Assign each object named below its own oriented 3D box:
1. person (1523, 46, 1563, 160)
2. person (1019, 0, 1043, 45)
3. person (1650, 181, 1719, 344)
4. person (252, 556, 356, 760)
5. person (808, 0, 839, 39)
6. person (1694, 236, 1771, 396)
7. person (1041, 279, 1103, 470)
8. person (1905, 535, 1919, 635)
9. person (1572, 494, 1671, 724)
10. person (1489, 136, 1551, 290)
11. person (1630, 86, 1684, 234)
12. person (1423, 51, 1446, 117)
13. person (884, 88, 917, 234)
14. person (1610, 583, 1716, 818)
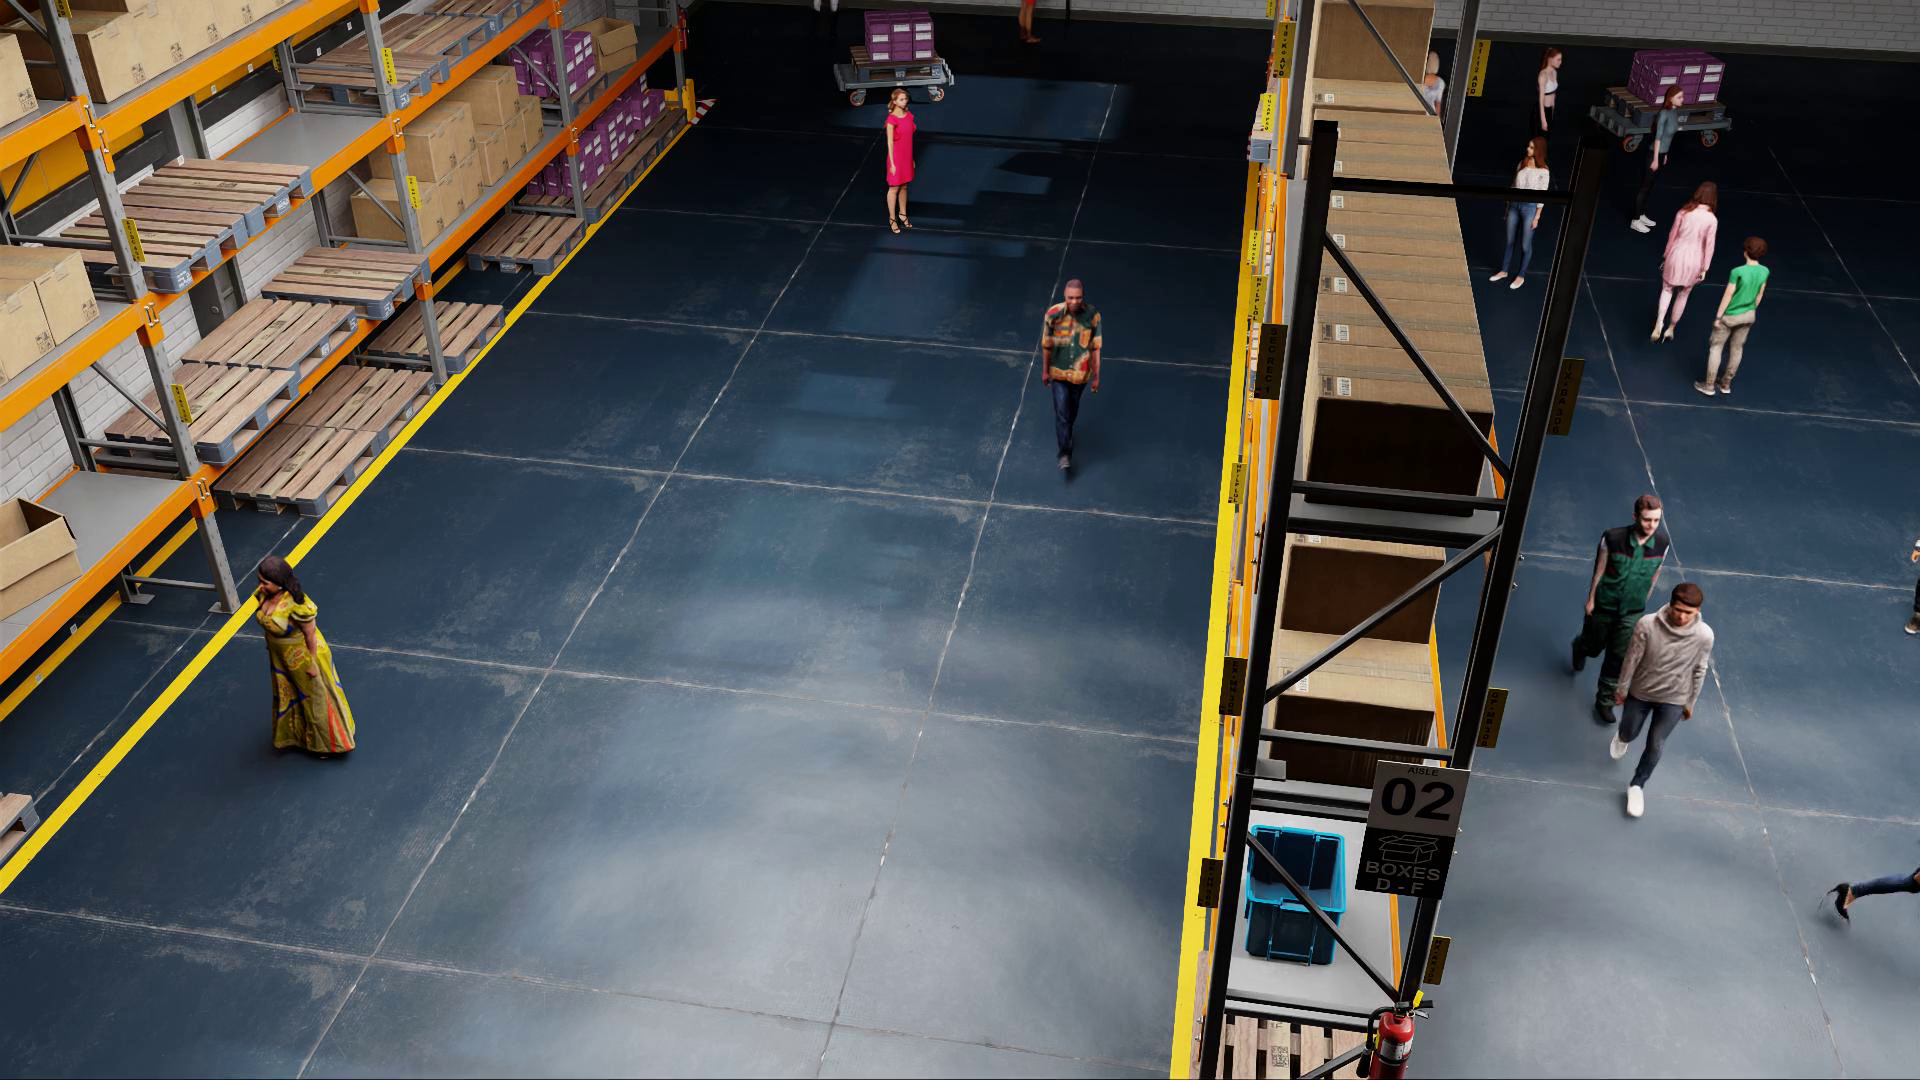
[{"bbox_3d":[7.291,-5.339,20.968,0.770,1.740,0.691,28,43,35],"label":"person"},{"bbox_3d":[1.066,-8.641,25.954,0.729,1.719,0.642,-15,37,-22],"label":"person"},{"bbox_3d":[7.414,-2.792,17.097,0.805,1.784,0.936,19,38,26],"label":"person"},{"bbox_3d":[-4.703,0.807,11.794,0.952,1.660,0.911,17,37,23],"label":"person"},{"bbox_3d":[-2.068,-8.726,26.087,0.763,1.714,0.570,14,36,20],"label":"person"},{"bbox_3d":[7.639,-2.180,16.297,0.669,1.650,0.650,-4,34,-6],"label":"person"},{"bbox_3d":[1.016,-1.599,15.318,0.865,1.766,1.190,-1,34,-2],"label":"person"},{"bbox_3d":[7.761,0.093,13.063,0.656,1.444,0.676,28,43,35],"label":"person"},{"bbox_3d":[4.814,0.421,12.229,0.653,1.821,1.033,4,34,6],"label":"person"},{"bbox_3d":[6.262,-3.654,18.444,0.693,1.728,0.646,-24,40,-31],"label":"person"},{"bbox_3d":[8.283,-4.546,19.774,0.728,1.742,0.635,26,41,33],"label":"person"},{"bbox_3d":[5.772,-5.169,20.741,0.696,1.708,1.071,0,34,0],"label":"person"},{"bbox_3d":[-0.720,-4.523,19.751,0.720,1.729,0.628,26,41,33],"label":"person"},{"bbox_3d":[4.777,0.992,11.357,0.771,1.836,1.033,11,35,16],"label":"person"}]
